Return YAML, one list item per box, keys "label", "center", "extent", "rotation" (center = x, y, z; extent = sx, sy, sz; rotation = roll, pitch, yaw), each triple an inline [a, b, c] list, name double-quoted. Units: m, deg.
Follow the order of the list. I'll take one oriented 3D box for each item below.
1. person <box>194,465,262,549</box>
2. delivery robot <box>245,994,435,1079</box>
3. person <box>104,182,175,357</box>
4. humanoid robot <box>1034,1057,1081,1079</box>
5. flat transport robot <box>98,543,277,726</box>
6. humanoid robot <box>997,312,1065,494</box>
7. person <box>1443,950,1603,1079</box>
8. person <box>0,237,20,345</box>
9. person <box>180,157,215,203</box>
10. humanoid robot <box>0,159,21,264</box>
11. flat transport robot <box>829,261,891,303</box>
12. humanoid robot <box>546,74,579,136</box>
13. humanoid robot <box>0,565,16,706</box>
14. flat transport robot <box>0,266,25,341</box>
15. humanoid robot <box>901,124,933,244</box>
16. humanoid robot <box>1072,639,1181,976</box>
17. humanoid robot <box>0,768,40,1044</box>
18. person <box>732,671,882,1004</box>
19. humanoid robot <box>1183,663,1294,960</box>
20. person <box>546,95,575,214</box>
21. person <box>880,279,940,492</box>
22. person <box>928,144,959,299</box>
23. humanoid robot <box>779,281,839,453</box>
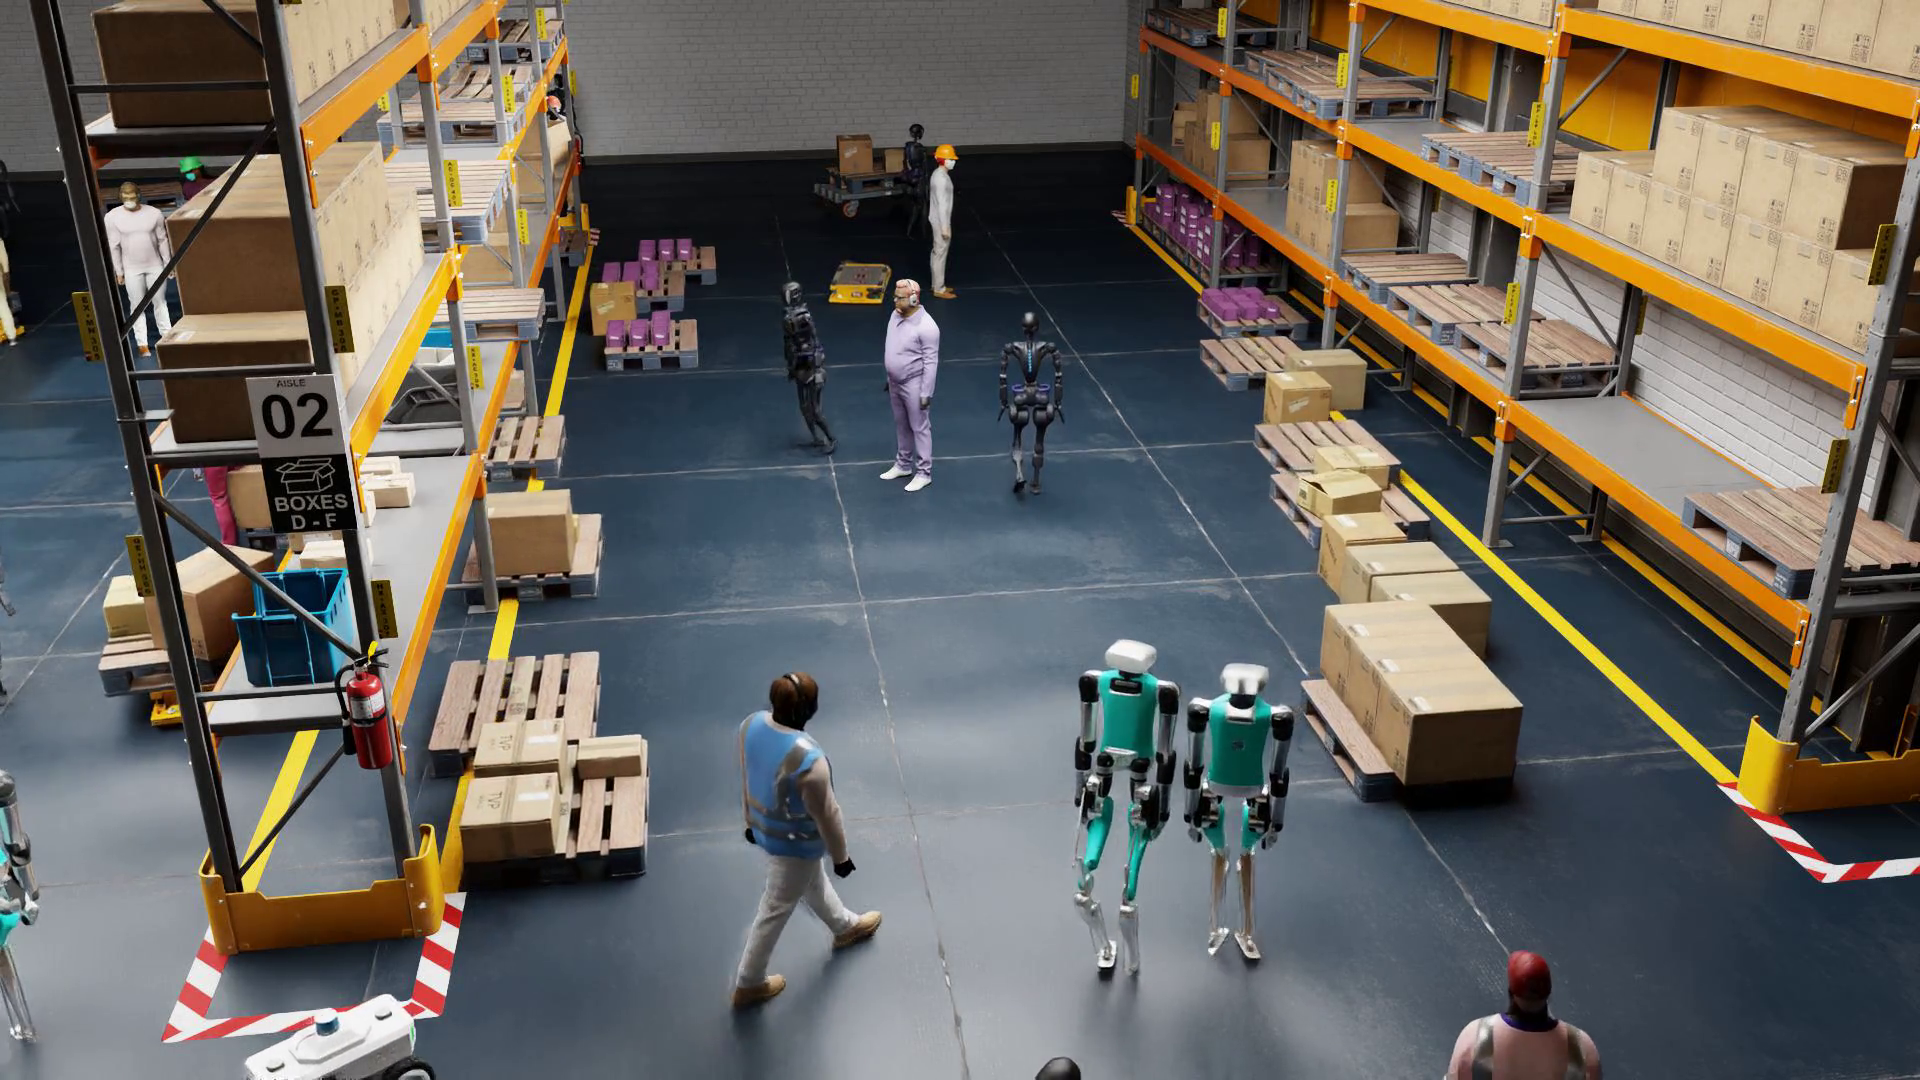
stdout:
- label: "person"
  center: [-5.973, -0.642, 13.448]
  extent: [0.290, 1.626, 0.505]
  rotation: [15, 28, 30]
- label: "delivery robot"
  center: [-2.903, 2.441, 7.737]
  extent: [0.759, 0.575, 0.499]
  rotation: [-21, 31, -39]
- label: "person"
  center: [-9.072, -3.016, 18.481]
  extent: [0.627, 1.934, 0.371]
  rotation: [-17, 29, -34]
- label: "humanoid robot"
  center: [0.314, 2.564, 6.100]
  extent: [0.587, 1.638, 0.673]
  rotation: [8, 25, 18]
- label: "flat transport robot"
  center: [-5.262, 0.862, 11.714]
  extent: [0.659, 0.231, 1.431]
  rotation: [-7, 25, -16]
- label: "humanoid robot"
  center: [0.632, -1.200, 14.655]
  extent: [0.608, 1.642, 0.364]
  rotation: [1, 24, 1]
- label: "person"
  center: [2.189, 2.345, 6.553]
  extent: [0.623, 1.701, 0.929]
  rotation: [7, 25, 16]
- label: "person"
  center: [-11.023, -3.032, 18.743]
  extent: [0.564, 1.749, 0.332]
  rotation: [-15, 28, -30]
- label: "person"
  center: [-9.137, -3.823, 20.386]
  extent: [0.547, 1.888, 1.037]
  rotation: [-1, 24, -1]
- label: "humanoid robot"
  center: [-13.029, -4.564, 22.336]
  extent: [0.599, 1.633, 0.598]
  rotation: [21, 31, 40]
- label: "flat transport robot"
  center: [-1.257, -3.271, 21.130]
  extent: [0.659, 0.231, 1.431]
  rotation: [1, 24, 2]
- label: "humanoid robot"
  center: [-6.680, -6.919, 27.697]
  extent: [0.596, 1.649, 0.388]
  rotation: [-19, 30, -36]
- label: "humanoid robot"
  center: [-6.656, 0.363, 11.094]
  extent: [0.597, 1.658, 0.376]
  rotation: [-6, 25, -14]
- label: "flat transport robot"
  center: [-11.671, -2.442, 19.240]
  extent: [1.431, 0.231, 0.659]
  rotation: [6, 24, 14]
- label: "humanoid robot"
  center: [-0.641, -5.003, 23.343]
  extent: [0.340, 1.652, 0.608]
  rotation: [-18, 30, -35]
- label: "humanoid robot"
  center: [0.784, 1.480, 8.567]
  extent: [0.542, 1.829, 0.797]
  rotation: [8, 25, 18]
- label: "humanoid robot"
  center: [-4.734, 1.722, 7.925]
  extent: [0.693, 1.790, 0.534]
  rotation: [19, 30, 36]
- label: "person"
  center: [-0.805, 1.475, 8.429]
  extent: [0.981, 1.785, 0.639]
  rotation: [-17, 29, -33]
- label: "humanoid robot"
  center: [1.437, 1.361, 8.708]
  extent: [0.532, 1.767, 0.665]
  rotation: [4, 24, 10]
- label: "person"
  center: [-6.055, -5.801, 25.045]
  extent: [0.562, 1.751, 0.338]
  rotation: [7, 25, 15]
- label: "person"
  center: [-0.466, -1.383, 14.792]
  extent: [0.410, 1.909, 0.638]
  rotation: [-17, 29, -33]
- label: "person"
  center: [-0.205, -3.971, 20.709]
  extent: [0.377, 1.892, 0.567]
  rotation: [-1, 24, -3]
- label: "humanoid robot"
  center: [-1.423, -1.641, 15.667]
  extent: [0.449, 1.632, 0.619]
  rotation: [-18, 29, -35]
